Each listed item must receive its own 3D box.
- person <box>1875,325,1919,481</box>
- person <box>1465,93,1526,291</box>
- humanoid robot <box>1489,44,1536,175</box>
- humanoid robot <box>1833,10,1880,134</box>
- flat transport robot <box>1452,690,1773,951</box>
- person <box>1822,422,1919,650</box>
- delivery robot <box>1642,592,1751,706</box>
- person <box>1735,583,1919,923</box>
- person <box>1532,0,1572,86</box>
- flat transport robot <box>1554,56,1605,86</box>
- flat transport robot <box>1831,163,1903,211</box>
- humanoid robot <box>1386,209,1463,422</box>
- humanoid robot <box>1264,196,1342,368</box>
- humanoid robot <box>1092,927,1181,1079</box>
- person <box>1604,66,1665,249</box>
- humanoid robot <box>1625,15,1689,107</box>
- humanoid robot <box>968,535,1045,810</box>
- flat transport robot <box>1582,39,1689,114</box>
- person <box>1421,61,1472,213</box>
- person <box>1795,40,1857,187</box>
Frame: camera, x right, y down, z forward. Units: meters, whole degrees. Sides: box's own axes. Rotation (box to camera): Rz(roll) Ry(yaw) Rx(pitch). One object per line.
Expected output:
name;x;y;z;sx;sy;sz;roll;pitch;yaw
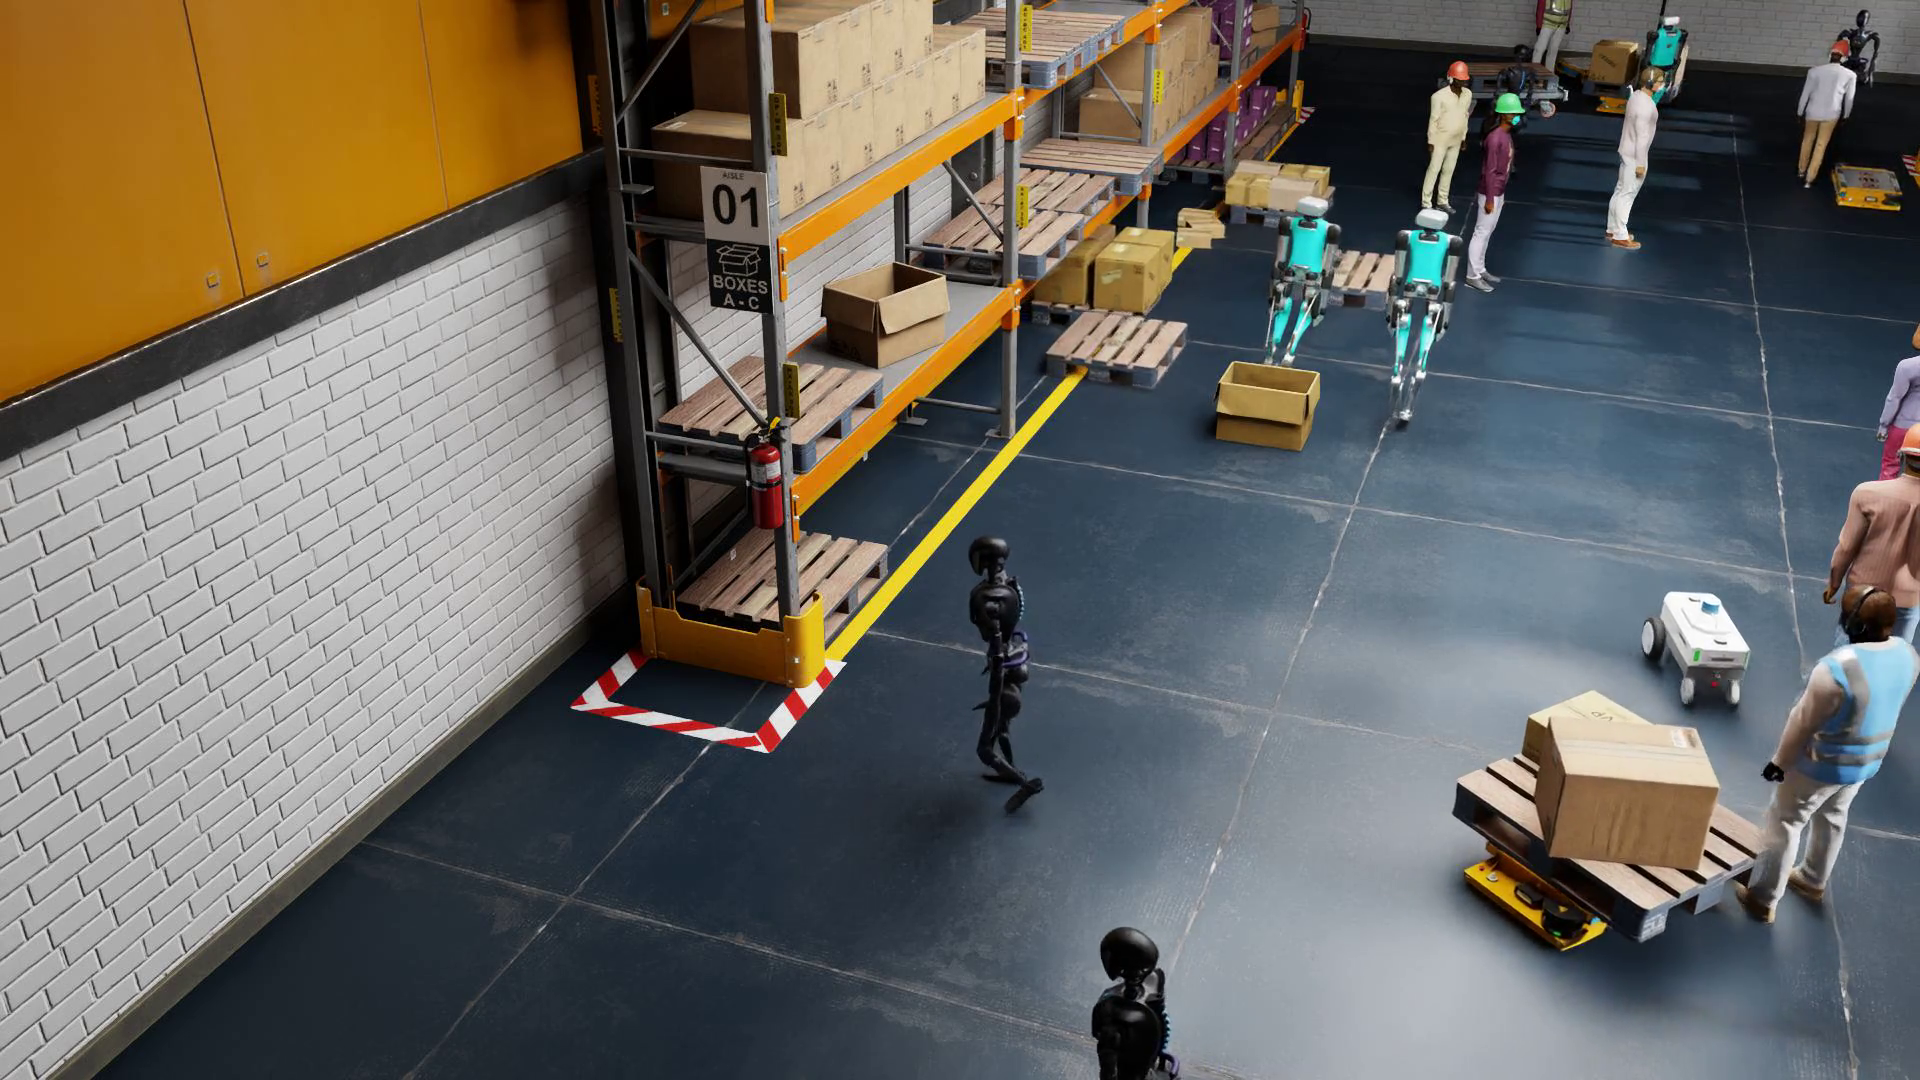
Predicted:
person;6.777;-0.808;11.834;0.498;1.629;0.288;-2;27;-4
person;5.346;-3.507;16.718;0.417;1.953;0.488;15;31;27
humanoid robot;6.699;-5.206;20.315;0.601;1.650;0.343;-8;28;-15
humanoid robot;12.063;-6.330;22.500;0.593;1.645;0.329;16;31;28
flat transport robot;3.356;1.636;8.578;1.431;0.231;0.659;-15;31;-27
person;5.213;0.264;9.360;0.622;1.990;0.388;10;29;19
delivery robot;4.561;0.615;10.227;0.499;0.577;0.758;2;27;5
person;4.202;1.043;8.030;0.636;1.836;0.450;-14;30;-25
person;8.961;-7.771;25.118;0.618;1.837;0.431;-9;29;-17
flat transport robot;9.805;-7.309;25.927;0.659;0.231;1.431;-4;27;-7
flat transport robot;10.876;-4.239;19.973;0.659;0.231;1.431;10;29;19
humanoid robot;3.685;-1.724;13.479;0.530;1.768;0.821;10;29;19
humanoid robot;2.763;-1.920;13.879;0.537;1.767;0.832;15;31;27
humanoid robot;0.652;2.111;6.172;0.780;1.627;0.614;13;30;23
person;7.287;-4.127;17.935;0.363;1.938;0.634;4;28;8
humanoid robot;9.040;-5.977;21.865;0.536;1.879;0.796;-4;27;-7
humanoid robot;0.247;0.707;8.842;0.417;1.633;0.609;1;27;2
flat transport robot;9.760;-6.406;24.176;0.659;0.231;1.431;15;31;27
person;5.598;-4.592;19.037;0.569;1.749;0.341;-13;30;-23
person;10.564;-5.229;20.310;0.584;1.714;0.792;16;32;29
